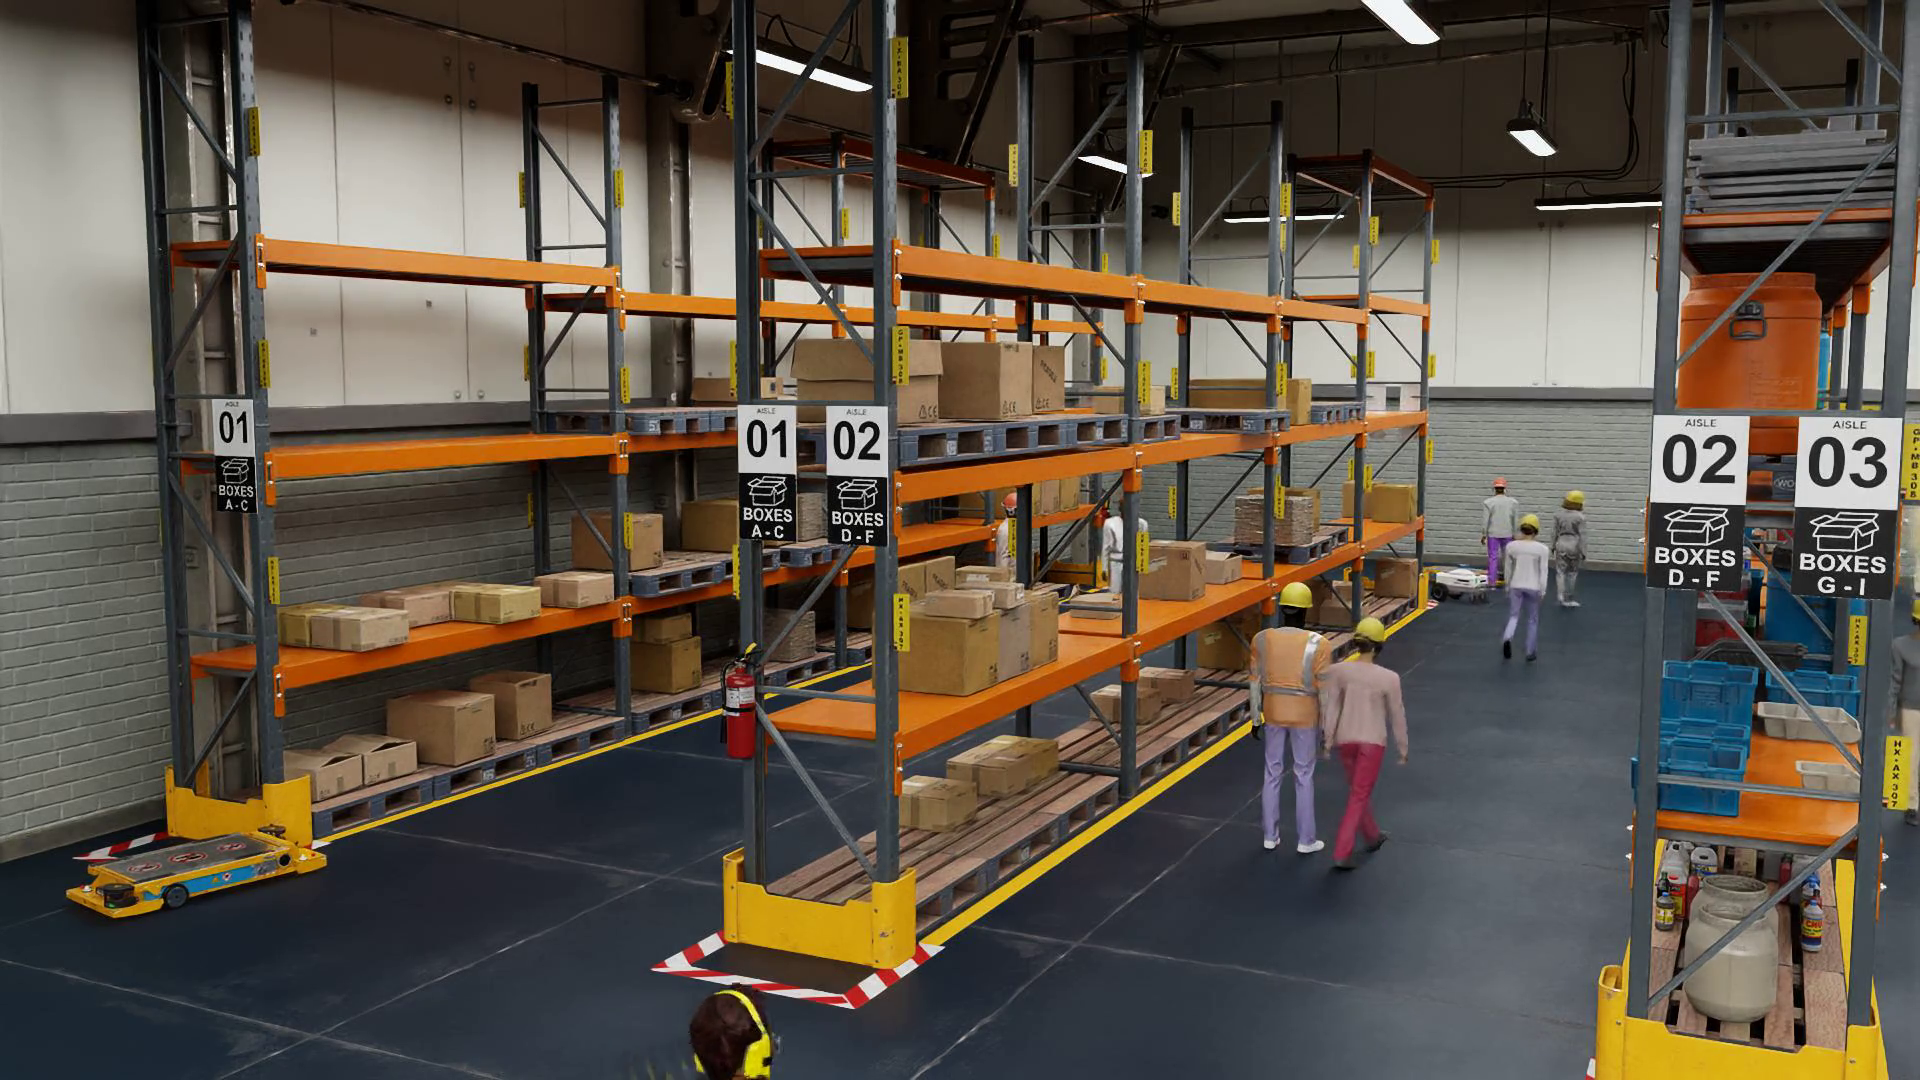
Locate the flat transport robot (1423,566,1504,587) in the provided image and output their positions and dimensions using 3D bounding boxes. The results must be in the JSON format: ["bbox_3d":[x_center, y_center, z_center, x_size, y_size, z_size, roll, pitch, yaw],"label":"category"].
[{"bbox_3d":[7.919,0.570,26.465,0.652,0.197,1.431,-5,8,-41],"label":"flat transport robot"}]

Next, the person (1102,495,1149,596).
[{"bbox_3d":[2.076,0.356,20.821,0.599,1.873,0.423,0,6,1],"label":"person"}]

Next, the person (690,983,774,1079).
[{"bbox_3d":[-0.626,2.077,4.262,0.772,1.840,0.534,-5,8,-39],"label":"person"}]

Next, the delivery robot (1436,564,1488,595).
[{"bbox_3d":[7.351,0.599,24.365,0.477,0.478,0.707,-5,8,-42],"label":"delivery robot"}]

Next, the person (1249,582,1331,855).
[{"bbox_3d":[2.352,1.257,11.806,0.592,1.925,0.385,3,7,28],"label":"person"}]

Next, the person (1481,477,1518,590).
[{"bbox_3d":[8.377,-0.100,25.859,0.566,1.746,0.341,0,6,-2],"label":"person"}]

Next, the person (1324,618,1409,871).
[{"bbox_3d":[2.809,1.392,11.509,0.543,1.709,0.924,5,8,41],"label":"person"}]

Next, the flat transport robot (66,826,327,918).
[{"bbox_3d":[-5.005,2.164,10.956,0.652,0.197,1.431,5,8,38],"label":"flat transport robot"}]

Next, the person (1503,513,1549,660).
[{"bbox_3d":[6.593,0.567,19.432,0.526,1.753,0.560,4,7,35],"label":"person"}]

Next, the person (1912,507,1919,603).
[{"bbox_3d":[14.079,0.080,24.179,0.369,1.737,0.566,1,6,8],"label":"person"}]

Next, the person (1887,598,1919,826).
[{"bbox_3d":[7.226,1.276,12.441,0.557,1.750,0.371,2,6,22],"label":"person"}]

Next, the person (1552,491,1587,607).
[{"bbox_3d":[8.707,0.138,23.821,0.552,1.703,0.583,6,8,44],"label":"person"}]
